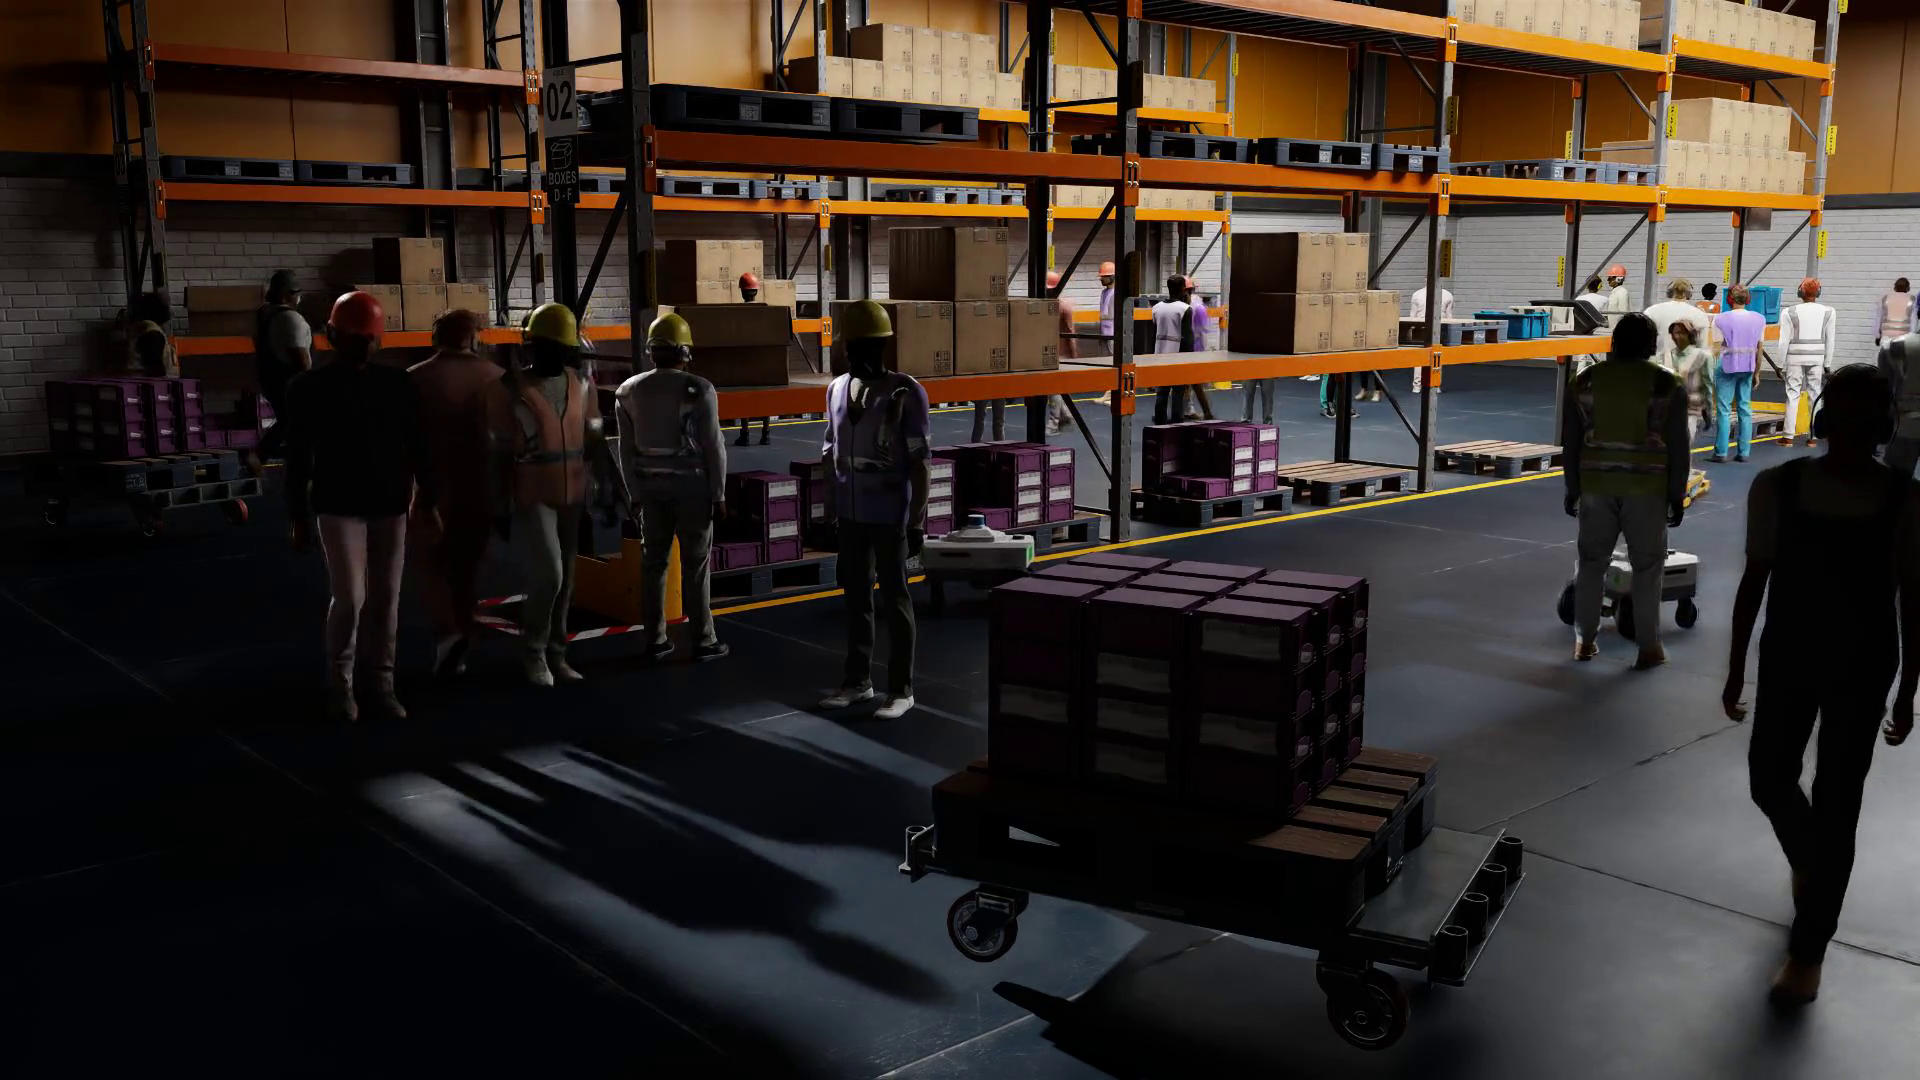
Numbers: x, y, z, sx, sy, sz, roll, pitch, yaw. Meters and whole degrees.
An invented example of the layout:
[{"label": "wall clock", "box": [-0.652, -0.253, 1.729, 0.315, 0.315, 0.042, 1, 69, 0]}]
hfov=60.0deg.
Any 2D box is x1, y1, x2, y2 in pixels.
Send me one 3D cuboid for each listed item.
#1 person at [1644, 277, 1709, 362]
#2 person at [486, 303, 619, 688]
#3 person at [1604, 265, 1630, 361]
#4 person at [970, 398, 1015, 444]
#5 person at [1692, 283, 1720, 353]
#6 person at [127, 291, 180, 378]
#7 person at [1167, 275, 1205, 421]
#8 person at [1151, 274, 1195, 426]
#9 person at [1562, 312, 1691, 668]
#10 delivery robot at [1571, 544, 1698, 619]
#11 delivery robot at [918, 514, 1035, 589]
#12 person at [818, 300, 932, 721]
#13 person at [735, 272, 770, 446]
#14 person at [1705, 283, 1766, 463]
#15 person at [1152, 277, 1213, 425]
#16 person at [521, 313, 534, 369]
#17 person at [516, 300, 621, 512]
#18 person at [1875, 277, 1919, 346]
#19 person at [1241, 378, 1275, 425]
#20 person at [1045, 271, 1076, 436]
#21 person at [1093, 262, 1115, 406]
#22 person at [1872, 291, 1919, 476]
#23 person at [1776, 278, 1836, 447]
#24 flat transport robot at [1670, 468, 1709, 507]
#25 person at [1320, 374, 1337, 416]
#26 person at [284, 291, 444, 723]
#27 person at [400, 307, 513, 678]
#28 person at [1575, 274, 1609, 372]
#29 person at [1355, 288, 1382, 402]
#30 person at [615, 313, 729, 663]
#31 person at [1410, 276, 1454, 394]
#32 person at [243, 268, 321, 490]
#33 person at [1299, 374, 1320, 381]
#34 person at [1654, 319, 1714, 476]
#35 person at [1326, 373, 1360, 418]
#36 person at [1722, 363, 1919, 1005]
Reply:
[{"label": "person", "box": [7.095, -1.664, 16.644, 0.691, 1.923, 0.698, 3, 10, 15]}, {"label": "person", "box": [-2.000, -0.210, 8.206, 0.483, 1.898, 0.582, 8, 13, 40]}, {"label": "person", "box": [9.647, -3.049, 24.525, 0.381, 1.994, 0.622, 1, 10, 6]}, {"label": "person", "box": [0.285, -1.449, 15.513, 0.513, 1.876, 0.328, 5, 11, 26]}, {"label": "person", "box": [11.927, -3.257, 26.611, 0.316, 1.695, 0.541, -5, 11, -26]}, {"label": "person", "box": [-7.226, -1.311, 14.899, 0.465, 1.812, 0.665, -5, 11, -28]}, {"label": "person", "box": [2.892, -2.433, 21.247, 0.796, 1.898, 0.397, -6, 11, -31]}, {"label": "person", "box": [2.424, -2.059, 18.950, 0.378, 1.917, 0.597, -8, 13, -39]}, {"label": "person", "box": [3.458, -0.256, 8.656, 0.638, 1.836, 0.430, 6, 12, 33]}, {"label": "delivery robot", "box": [3.853, 0.194, 9.473, 0.707, 0.478, 0.477, -5, 11, -27]}, {"label": "delivery robot", "box": [0.096, 0.088, 10.095, 0.707, 0.478, 0.477, 0, 10, 1]}, {"label": "person", "box": [-0.411, -0.135, 7.659, 0.595, 1.925, 0.371, 7, 12, 36]}, {"label": "person", "box": [-2.341, -2.017, 18.640, 0.545, 1.942, 0.352, -4, 11, -24]}, {"label": "person", "box": [7.959, -1.702, 17.074, 0.570, 1.843, 0.372, -1, 10, -7]}, {"label": "person", "box": [2.691, -2.211, 19.964, 0.919, 1.891, 0.568, -5, 11, -29]}, {"label": "person", "box": [-3.774, -1.234, 15.001, 0.492, 1.624, 0.308, 9, 13, 41]}, {"label": "person", "box": [-3.243, -1.127, 13.908, 0.941, 1.790, 0.597, -5, 11, -25]}, {"label": "person", "box": [14.606, -3.195, 25.979, 0.628, 1.801, 0.967, 9, 13, 41]}, {"label": "person", "box": [3.427, -1.995, 19.085, 0.492, 1.746, 0.284, 4, 10, 20]}, {"label": "person", "box": [1.150, -2.217, 19.778, 0.735, 1.961, 0.636, -9, 13, -41]}, {"label": "person", "box": [2.120, -2.920, 23.635, 0.392, 2.039, 0.612, -4, 10, -20]}, {"label": "person", "box": [6.372, -0.719, 11.020, 0.615, 1.945, 0.404, 4, 11, 24]}, {"label": "person", "box": [9.401, -1.968, 18.518, 0.576, 1.885, 0.355, 2, 10, 10]}, {"label": "flat transport robot", "box": [6.097, -0.483, 14.541, 0.652, 0.197, 1.431, 6, 11, 31]}, {"label": "person", "box": [5.035, -2.524, 22.119, 0.528, 1.767, 0.330, -7, 12, -36]}, {"label": "person", "box": [-2.696, -0.135, 7.545, 0.623, 1.962, 0.441, -8, 13, -40]}, {"label": "person", "box": [-2.500, -0.219, 8.341, 0.671, 1.878, 0.529, -6, 11, -31]}, {"label": "person", "box": [9.138, -2.912, 24.087, 0.513, 1.871, 0.325, 5, 11, 29]}, {"label": "person", "box": [6.018, -2.825, 24.142, 0.550, 1.662, 0.440, 9, 13, 42]}, {"label": "person", "box": [-1.485, -0.267, 8.713, 0.589, 1.833, 0.404, 3, 10, 15]}, {"label": "person", "box": [7.282, -3.203, 25.729, 0.648, 1.896, 0.399, 2, 10, 14]}, {"label": "person", "box": [-6.083, -1.446, 15.007, 0.692, 2.000, 0.672, 7, 12, 34]}, {"label": "person", "box": [6.027, -3.539, 28.429, 0.306, 1.640, 0.522, -2, 10, -11]}, {"label": "person", "box": [6.085, -1.074, 14.132, 0.874, 1.583, 0.543, -8, 12, -39]}, {"label": "person", "box": [5.057, -2.582, 21.875, 0.610, 1.966, 0.363, -4, 10, -22]}, {"label": "person", "box": [2.571, 0.381, 4.932, 0.521, 1.825, 0.786, 8, 12, 38]}]
